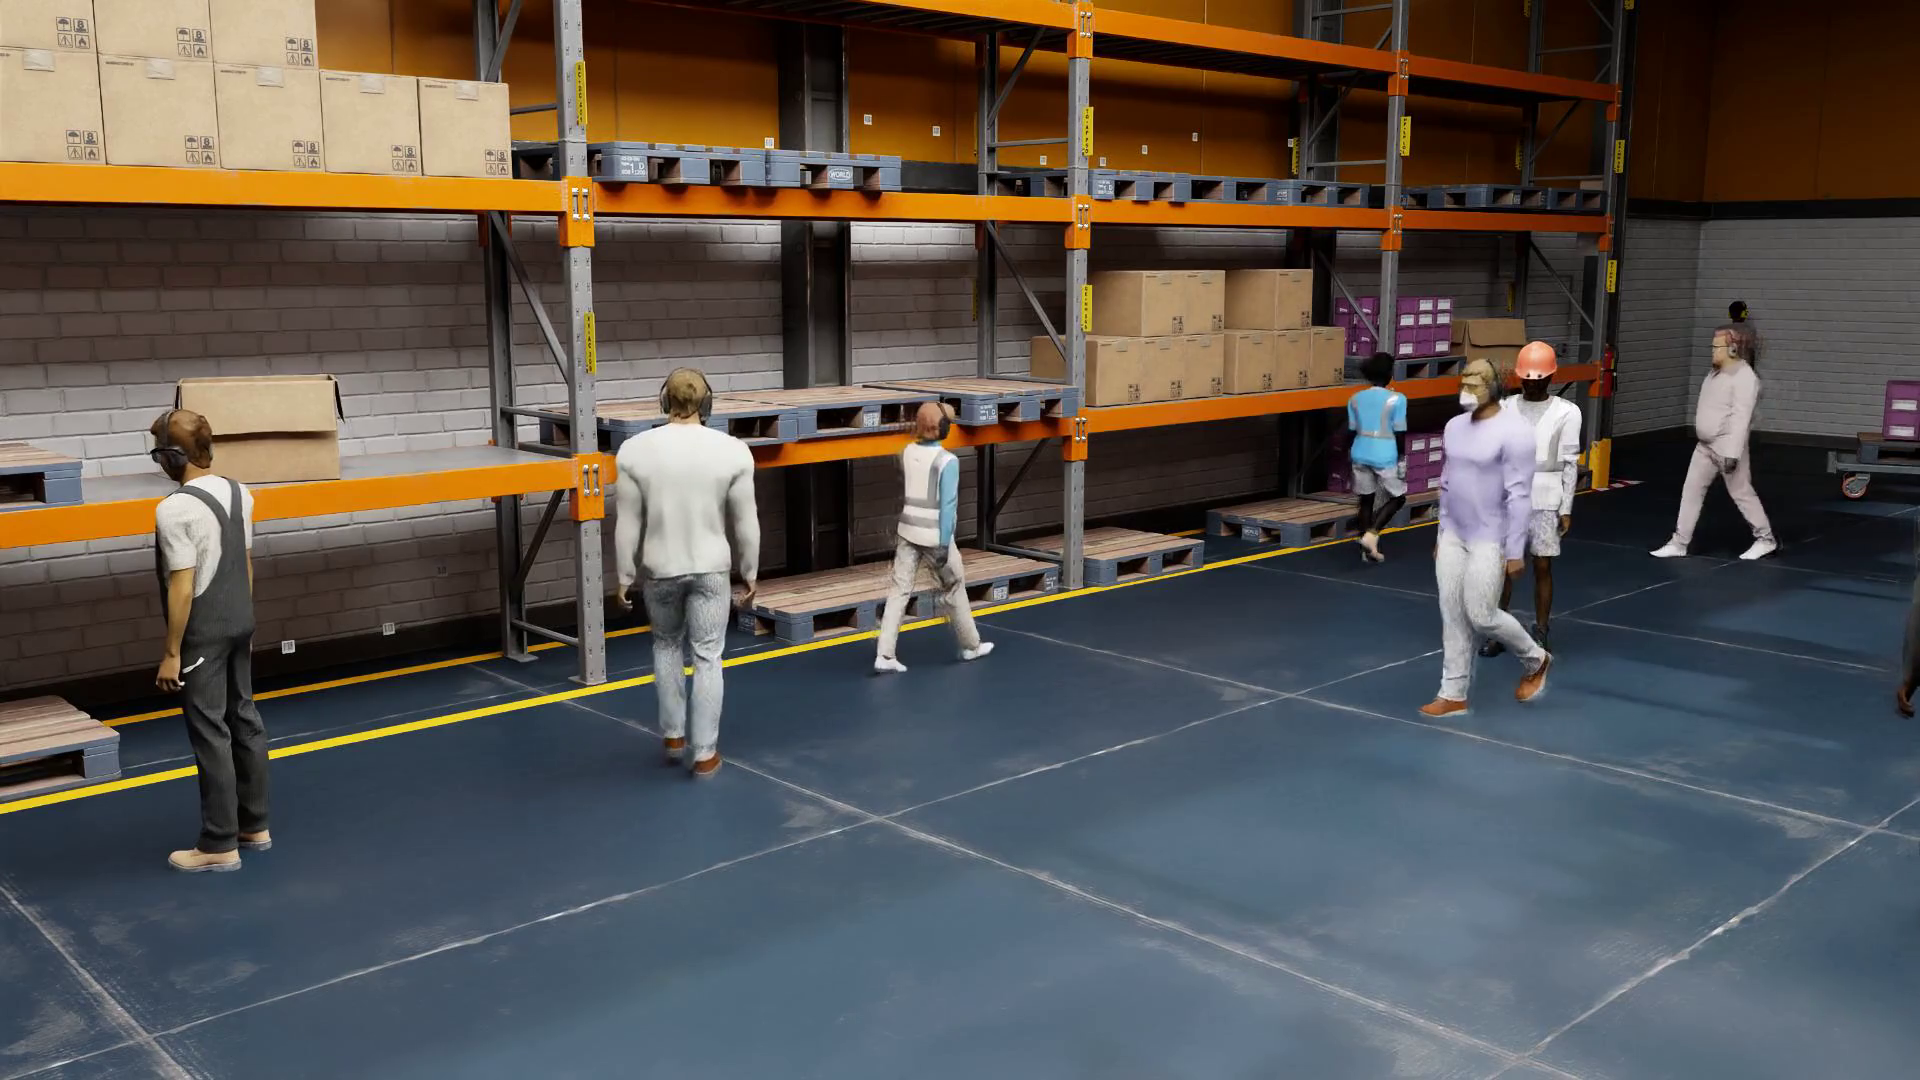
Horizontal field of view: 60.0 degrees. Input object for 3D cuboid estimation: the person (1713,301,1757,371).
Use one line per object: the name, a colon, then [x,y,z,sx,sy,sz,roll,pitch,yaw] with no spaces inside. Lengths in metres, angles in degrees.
person: [9.840,-2.103,21.175,0.521,1.864,0.336,6,11,32]

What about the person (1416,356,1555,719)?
person: [2.773,-0.005,8.727,0.676,1.921,0.633,-4,10,-21]

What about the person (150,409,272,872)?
person: [-2.987,0.399,6.596,0.345,1.840,0.504,2,10,10]

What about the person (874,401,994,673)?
person: [-0.174,-0.019,9.764,0.508,1.592,0.883,9,13,43]

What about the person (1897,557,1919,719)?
person: [3.825,0.476,6.047,1.017,1.865,0.617,-8,12,-38]

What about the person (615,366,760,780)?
person: [-1.273,0.138,7.882,0.665,1.919,0.682,-1,10,-4]

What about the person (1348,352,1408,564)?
person: [3.259,-0.628,13.027,0.395,1.684,0.552,-8,13,-40]

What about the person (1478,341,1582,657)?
person: [3.416,-0.228,10.001,0.542,1.929,0.368,5,11,29]

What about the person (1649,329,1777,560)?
person: [6.124,-0.753,13.284,0.977,1.865,0.659,-1,10,-5]
